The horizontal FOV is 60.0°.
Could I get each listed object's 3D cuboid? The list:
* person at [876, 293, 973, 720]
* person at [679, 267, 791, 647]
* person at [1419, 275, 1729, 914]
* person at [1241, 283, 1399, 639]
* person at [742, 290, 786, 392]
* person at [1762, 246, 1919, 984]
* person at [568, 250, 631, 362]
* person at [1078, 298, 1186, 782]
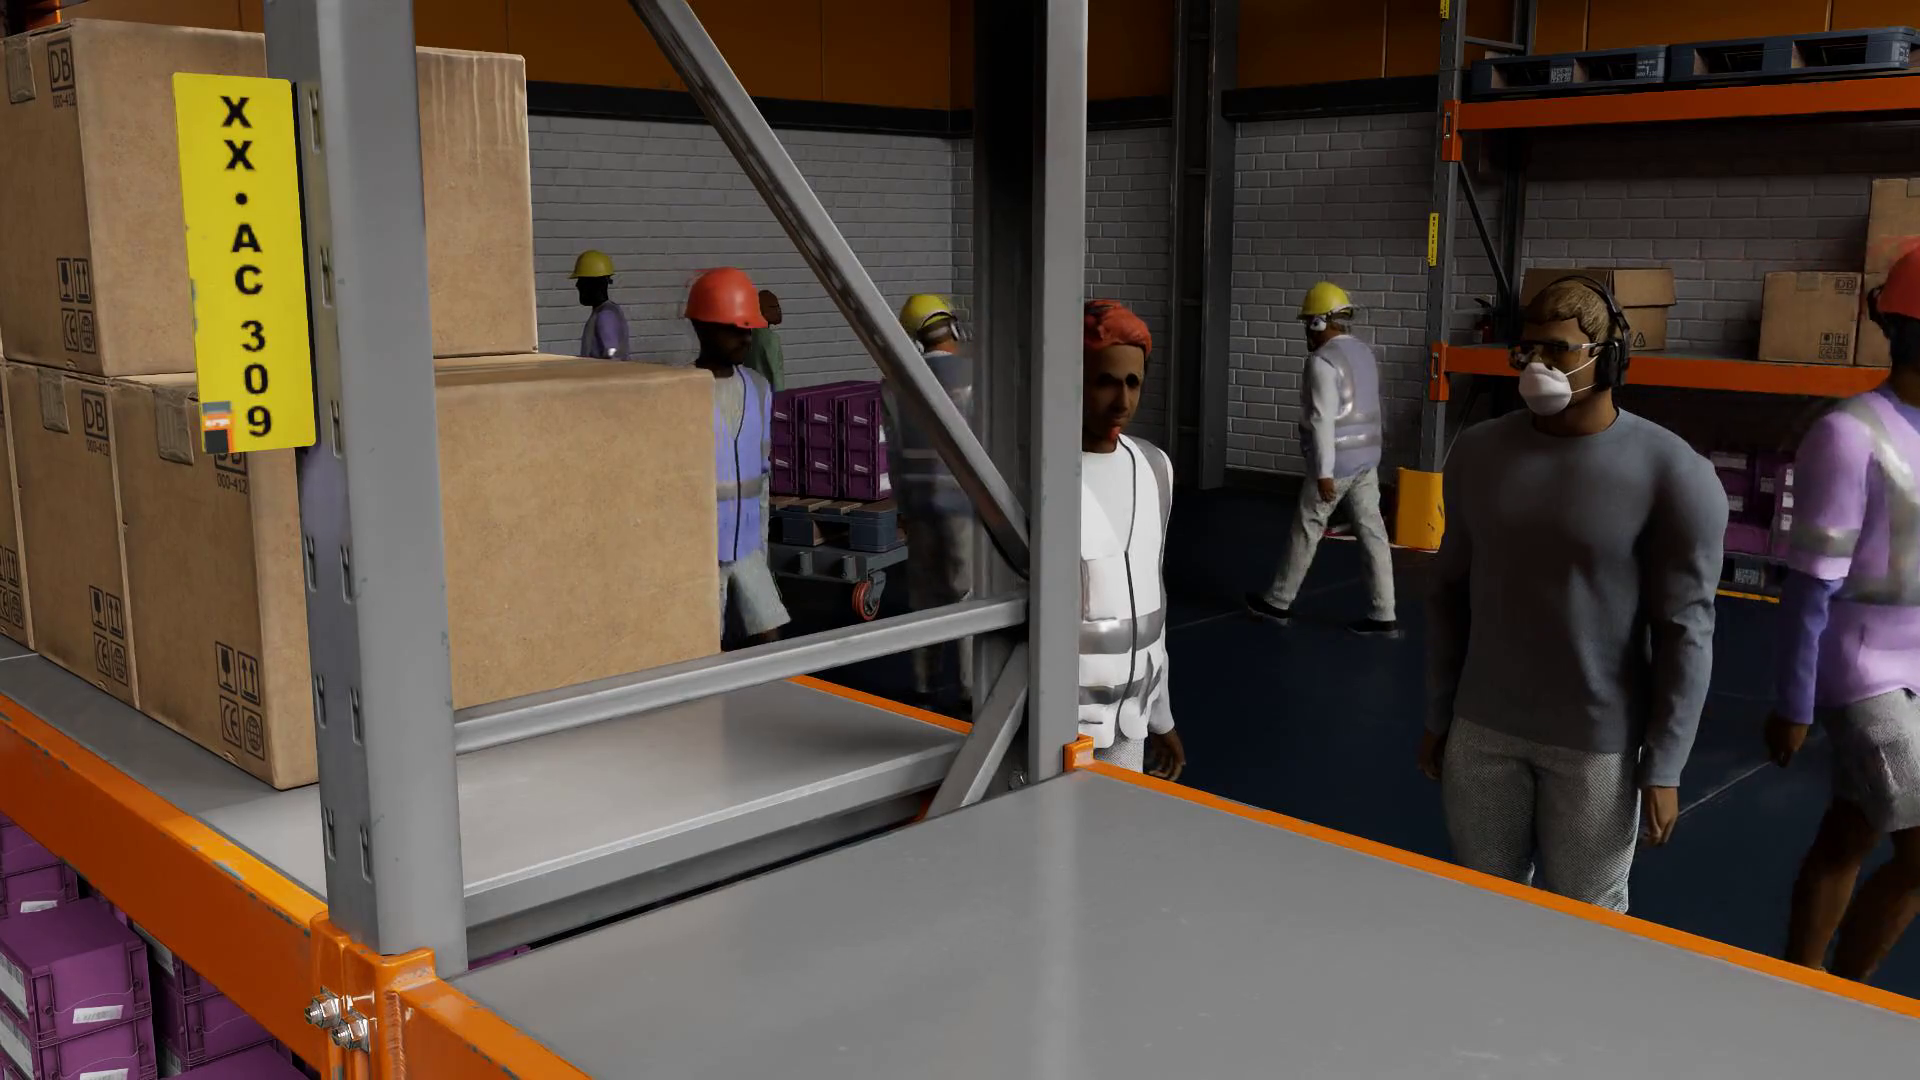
[{"bbox_3d":[-0.005,-0.133,7.001,0.724,1.788,0.406,7,13,35],"label":"person"},{"bbox_3d":[-0.832,0.032,5.727,0.456,1.920,0.543,10,14,43],"label":"person"},{"bbox_3d":[1.250,0.420,3.533,0.372,1.940,0.627,-9,14,-41],"label":"person"},{"bbox_3d":[1.872,-0.405,8.469,0.899,1.777,0.604,10,14,43],"label":"person"},{"bbox_3d":[-1.389,-0.972,11.949,0.278,1.636,0.506,-7,12,-33],"label":"person"},{"bbox_3d":[2.193,0.323,3.860,0.616,2.020,0.618,-9,13,-39],"label":"person"},{"bbox_3d":[-2.293,-0.889,10.702,0.388,1.926,0.590,-2,11,-13],"label":"person"},{"bbox_3d":[0.272,0.414,3.706,0.573,1.886,0.353,-9,14,-40],"label":"person"}]
